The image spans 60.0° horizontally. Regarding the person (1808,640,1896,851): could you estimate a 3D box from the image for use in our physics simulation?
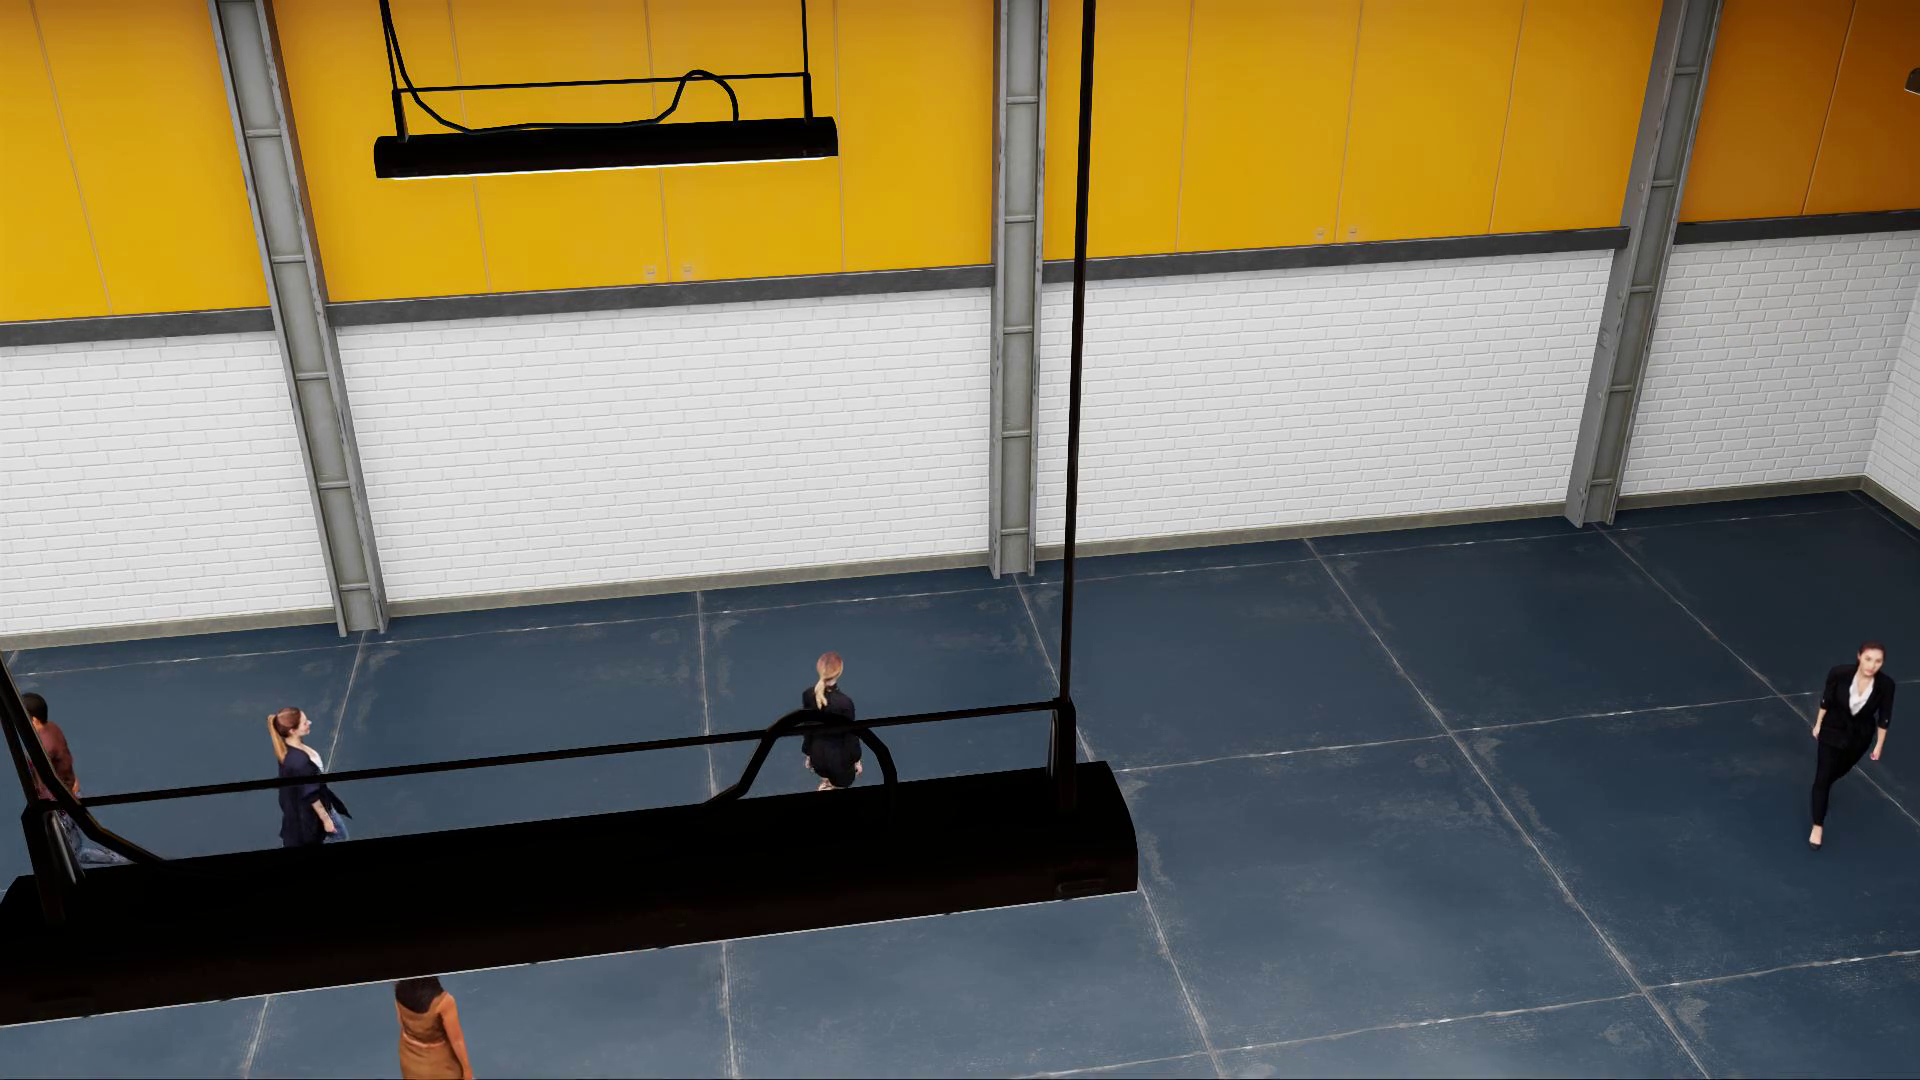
[{"bbox_3d":[6.535,1.418,12.266,1.098,1.620,1.047,12,31,20],"label":"person"}]

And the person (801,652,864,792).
[{"bbox_3d":[-0.947,1.614,11.770,0.761,1.752,0.815,15,32,25],"label":"person"}]

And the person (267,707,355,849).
[{"bbox_3d":[-4.547,1.905,11.359,1.215,1.634,0.893,-15,32,-25],"label":"person"}]

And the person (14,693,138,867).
[{"bbox_3d":[-6.063,1.803,11.414,1.078,1.761,0.820,-12,31,-20],"label":"person"}]

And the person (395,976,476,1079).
[{"bbox_3d":[-2.986,2.952,9.397,0.664,1.674,0.742,13,31,23],"label":"person"}]
